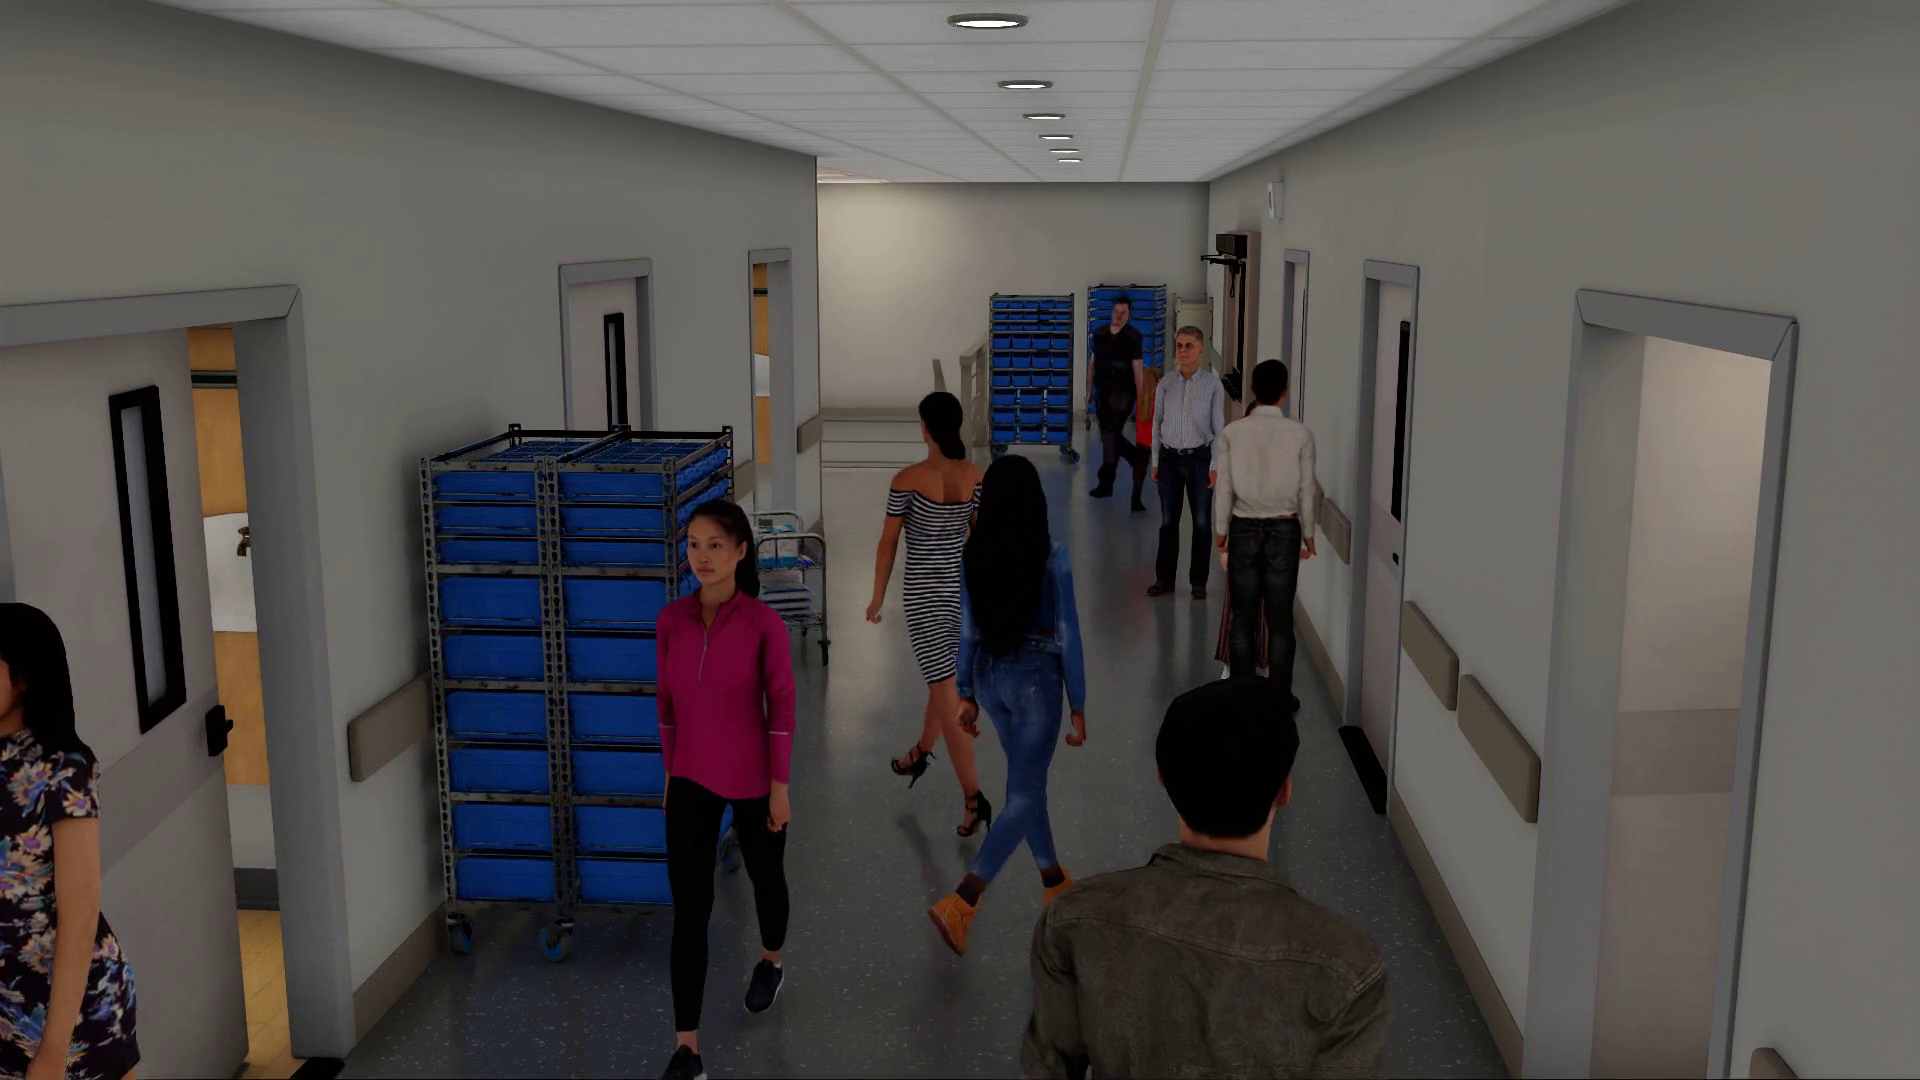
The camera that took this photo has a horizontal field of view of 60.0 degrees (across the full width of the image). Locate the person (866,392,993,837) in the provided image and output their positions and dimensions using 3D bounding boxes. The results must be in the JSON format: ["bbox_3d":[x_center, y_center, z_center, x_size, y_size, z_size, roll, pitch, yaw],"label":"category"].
[{"bbox_3d":[-0.031,0.333,6.705,1.014,1.782,1.133,-7,13,-33],"label":"person"}]

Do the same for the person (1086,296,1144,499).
[{"bbox_3d":[1.479,-1.310,15.281,1.223,1.814,1.135,-9,14,-41],"label":"person"}]

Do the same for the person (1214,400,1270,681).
[{"bbox_3d":[1.608,0.007,9.018,0.577,1.561,0.534,0,11,-2],"label":"person"}]

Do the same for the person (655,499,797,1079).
[{"bbox_3d":[-0.659,0.723,4.992,0.650,1.654,1.120,2,11,10],"label":"person"}]

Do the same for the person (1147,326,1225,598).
[{"bbox_3d":[1.523,-0.532,11.164,0.709,1.820,0.665,4,12,21],"label":"person"}]

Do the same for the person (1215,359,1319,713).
[{"bbox_3d":[1.542,-0.010,8.439,0.698,1.809,0.597,3,11,15],"label":"person"}]

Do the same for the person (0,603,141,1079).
[{"bbox_3d":[-1.862,0.982,3.532,0.733,1.690,1.131,3,11,15],"label":"person"}]

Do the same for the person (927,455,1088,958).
[{"bbox_3d":[0.155,0.593,5.631,1.012,1.672,1.234,9,14,38],"label":"person"}]

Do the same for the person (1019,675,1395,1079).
[{"bbox_3d":[0.291,1.150,2.331,0.830,1.809,1.207,3,11,14],"label":"person"}]
